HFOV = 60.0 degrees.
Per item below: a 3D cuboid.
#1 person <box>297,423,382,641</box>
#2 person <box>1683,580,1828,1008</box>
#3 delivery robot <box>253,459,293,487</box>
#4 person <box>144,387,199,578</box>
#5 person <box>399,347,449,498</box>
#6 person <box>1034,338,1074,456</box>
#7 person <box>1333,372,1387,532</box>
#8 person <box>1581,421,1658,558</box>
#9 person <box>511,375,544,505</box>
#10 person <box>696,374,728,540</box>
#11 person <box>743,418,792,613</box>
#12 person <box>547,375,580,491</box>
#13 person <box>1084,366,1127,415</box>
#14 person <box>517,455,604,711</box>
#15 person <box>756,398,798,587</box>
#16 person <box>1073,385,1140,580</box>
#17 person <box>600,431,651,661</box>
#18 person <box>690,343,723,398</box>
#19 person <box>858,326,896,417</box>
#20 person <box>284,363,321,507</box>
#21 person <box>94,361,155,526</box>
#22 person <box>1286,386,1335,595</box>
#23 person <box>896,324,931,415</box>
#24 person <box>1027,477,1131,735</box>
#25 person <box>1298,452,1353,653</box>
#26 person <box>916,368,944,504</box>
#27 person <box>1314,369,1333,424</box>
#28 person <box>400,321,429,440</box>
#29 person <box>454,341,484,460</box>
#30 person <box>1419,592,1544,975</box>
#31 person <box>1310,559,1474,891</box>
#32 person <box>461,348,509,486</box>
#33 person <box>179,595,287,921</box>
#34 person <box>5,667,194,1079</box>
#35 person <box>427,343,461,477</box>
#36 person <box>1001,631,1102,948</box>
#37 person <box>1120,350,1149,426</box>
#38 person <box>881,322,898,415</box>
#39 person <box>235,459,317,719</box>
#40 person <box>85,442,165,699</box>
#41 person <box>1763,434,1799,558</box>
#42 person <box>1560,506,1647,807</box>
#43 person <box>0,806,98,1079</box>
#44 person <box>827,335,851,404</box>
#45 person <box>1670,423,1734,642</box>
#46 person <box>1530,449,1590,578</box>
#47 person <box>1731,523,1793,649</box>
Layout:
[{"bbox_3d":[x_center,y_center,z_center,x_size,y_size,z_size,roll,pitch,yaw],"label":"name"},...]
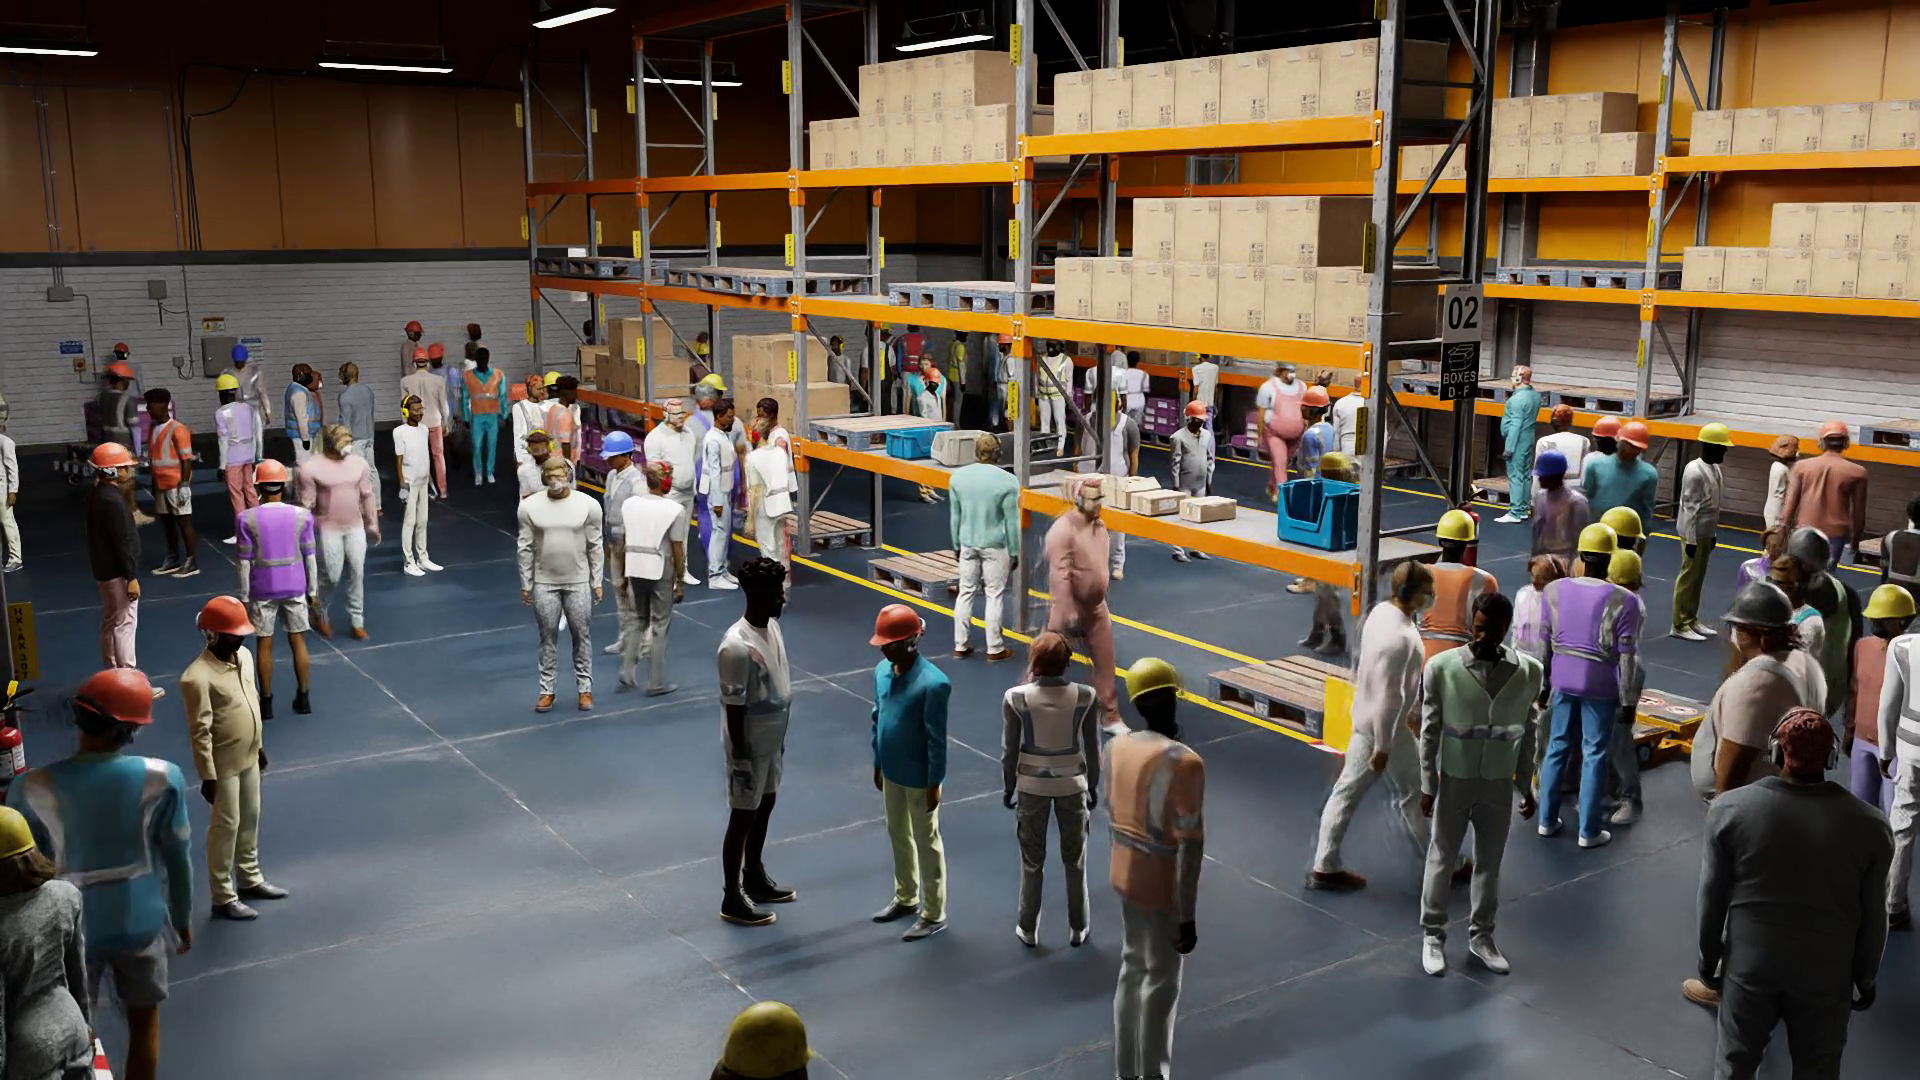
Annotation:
[{"bbox_3d":[-5.395,-0.068,14.521,0.468,1.916,0.659,11,15,44],"label":"person"},{"bbox_3d":[3.707,1.180,7.812,0.685,2.000,0.538,-8,14,-36],"label":"person"},{"bbox_3d":[-9.051,-0.814,21.593,0.477,0.478,0.707,10,15,42],"label":"delivery robot"},{"bbox_3d":[-8.130,-0.595,17.092,0.613,1.961,0.368,7,13,33],"label":"person"},{"bbox_3d":[-7.030,-1.533,21.855,0.617,1.986,0.411,-3,11,-14],"label":"person"},{"bbox_3d":[1.423,-2.212,25.681,0.620,1.845,0.429,5,12,26],"label":"person"},{"bbox_3d":[4.644,-0.996,19.302,0.643,1.905,0.399,8,14,35],"label":"person"},{"bbox_3d":[5.623,-0.054,14.316,0.646,1.963,0.430,4,12,21],"label":"person"},{"bbox_3d":[-4.919,-0.977,19.273,0.358,1.880,0.575,7,13,33],"label":"person"},{"bbox_3d":[-2.805,-0.921,18.861,0.383,1.924,0.594,-4,12,-19],"label":"person"},{"bbox_3d":[-1.811,-0.218,15.567,0.540,1.822,0.599,6,12,26],"label":"person"},{"bbox_3d":[-4.402,-0.863,18.504,0.383,1.957,0.646,-6,12,-27],"label":"person"},{"bbox_3d":[2.051,-1.797,23.293,0.616,1.952,0.408,4,12,21],"label":"person"},{"bbox_3d":[-2.982,0.323,12.456,0.635,1.939,0.361,-2,11,-8],"label":"person"},{"bbox_3d":[-1.843,-0.476,16.642,0.411,1.906,0.602,-4,12,-19],"label":"person"},{"bbox_3d":[1.462,-0.605,16.947,0.673,2.000,0.536,3,11,15],"label":"person"},{"bbox_3d":[-2.784,0.044,13.896,0.426,1.934,0.615,-8,14,-36],"label":"person"},{"bbox_3d":[-3.878,-2.121,25.413,0.526,1.768,0.331,2,11,9],"label":"person"},{"bbox_3d":[-1.363,-2.452,26.399,0.536,2.000,0.683,10,15,40],"label":"person"},{"bbox_3d":[-8.380,-1.336,21.241,0.431,1.835,0.623,-5,12,-25],"label":"person"},{"bbox_3d":[-9.914,-1.093,19.553,0.626,2.005,0.902,5,12,22],"label":"person"},{"bbox_3d":[3.445,-0.485,16.316,0.366,2.048,0.607,6,12,27],"label":"person"},{"bbox_3d":[-0.839,-3.069,30.107,0.629,1.835,0.432,-1,11,-4],"label":"person"},{"bbox_3d":[0.829,0.461,11.966,0.634,1.866,0.992,-10,15,-42],"label":"person"},{"bbox_3d":[3.107,0.110,14.099,0.472,1.730,0.515,6,13,30],"label":"person"},{"bbox_3d":[-0.370,-1.353,21.522,0.339,1.748,0.563,4,12,21],"label":"person"},{"bbox_3d":[4.863,-1.488,22.504,0.315,1.636,0.515,2,11,8],"label":"person"},{"bbox_3d":[-8.944,-2.596,27.288,0.407,1.986,0.618,1,11,4],"label":"person"},{"bbox_3d":[-7.520,-2.108,25.263,0.502,1.808,0.553,0,11,-1],"label":"person"},{"bbox_3d":[2.534,1.177,8.154,0.590,1.916,0.399,0,11,-2],"label":"person"},{"bbox_3d":[2.415,1.021,9.028,1.023,1.873,0.618,0,11,-1],"label":"person"},{"bbox_3d":[-6.524,-1.691,22.914,0.593,1.882,0.777,-4,12,-21],"label":"person"},{"bbox_3d":[-3.838,1.140,8.791,0.348,1.740,0.574,1,11,5],"label":"person"},{"bbox_3d":[-3.276,1.496,6.334,0.687,1.996,0.509,-7,13,-32],"label":"person"},{"bbox_3d":[-7.379,-1.845,23.609,0.567,1.917,0.468,4,12,18],"label":"person"},{"bbox_3d":[0.462,1.264,8.416,0.513,1.639,0.311,0,11,-1],"label":"person"},{"bbox_3d":[2.602,-2.025,25.125,0.561,1.677,0.477,-2,11,-11],"label":"person"},{"bbox_3d":[-1.336,-3.110,30.339,0.403,1.825,0.595,-10,15,-42],"label":"person"},{"bbox_3d":[-5.049,0.361,12.323,0.548,1.923,0.390,-7,13,-32],"label":"person"},{"bbox_3d":[-6.431,0.245,12.717,0.620,1.994,0.381,10,15,43],"label":"person"},{"bbox_3d":[7.838,-0.200,15.916,0.288,1.634,0.499,6,12,27],"label":"person"},{"bbox_3d":[4.038,0.731,10.441,0.399,1.912,0.596,-3,11,-14],"label":"person"},{"bbox_3d":[-3.184,1.745,5.690,0.312,1.741,0.487,3,11,14],"label":"person"},{"bbox_3d":[-1.895,-2.250,25.844,0.508,1.861,0.327,10,15,42],"label":"person"},{"bbox_3d":[6.489,-0.073,14.543,0.397,1.920,0.586,10,15,41],"label":"person"},{"bbox_3d":[4.672,0.225,13.101,0.766,1.900,0.656,-3,11,-13],"label":"person"},{"bbox_3d":[5.553,0.689,11.381,0.524,1.631,0.319,9,14,38],"label":"person"}]
